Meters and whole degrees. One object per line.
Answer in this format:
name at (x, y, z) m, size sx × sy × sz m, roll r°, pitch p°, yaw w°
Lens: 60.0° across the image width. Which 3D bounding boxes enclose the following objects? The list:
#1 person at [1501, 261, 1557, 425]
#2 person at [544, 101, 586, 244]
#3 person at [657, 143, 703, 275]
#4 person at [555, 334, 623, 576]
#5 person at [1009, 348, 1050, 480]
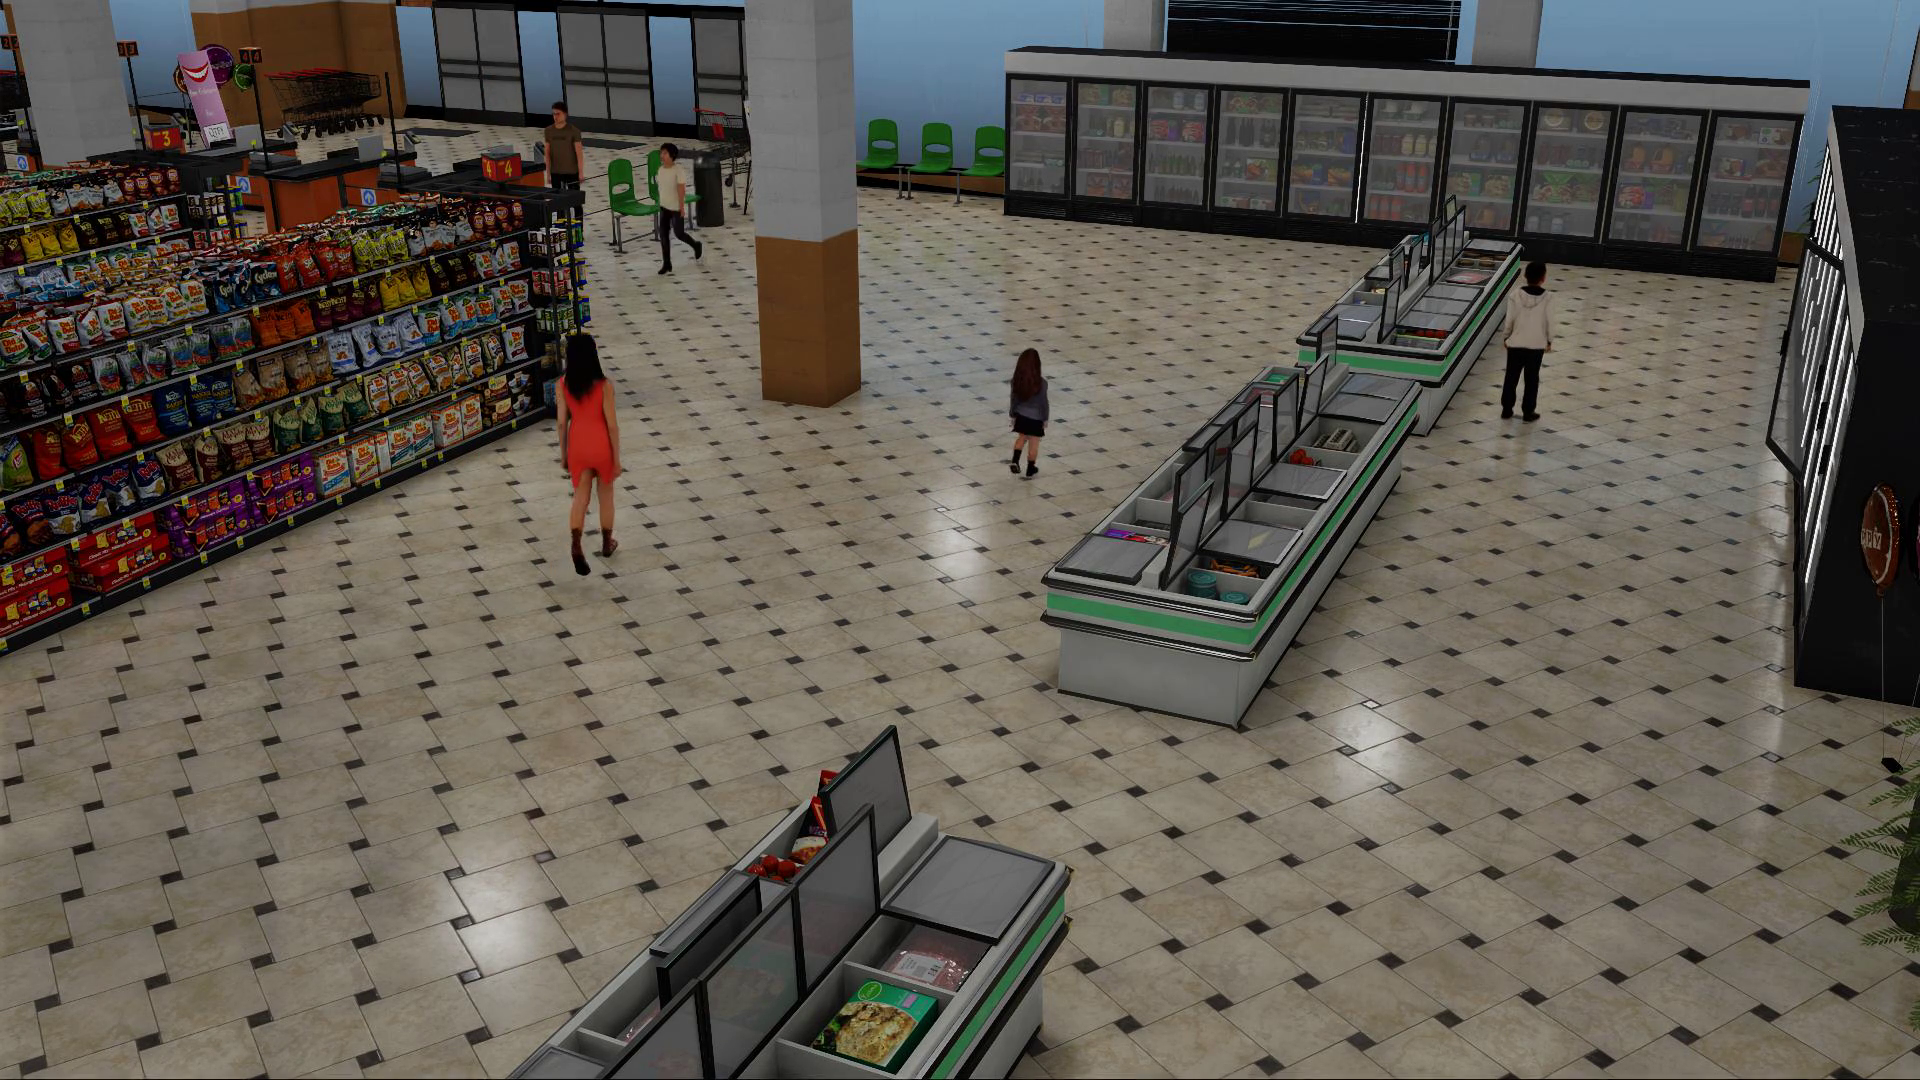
person at (5.070, -1.772, 14.886) m, size 0.606 × 1.453 × 0.533 m, roll 13°, pitch 25°, yaw 30°
person at (-5.235, -4.880, 22.088) m, size 0.734 × 1.850 × 0.680 m, roll 2°, pitch 22°, yaw 6°
person at (-3.490, -4.078, 20.471) m, size 0.694 × 1.567 × 0.966 m, roll 15°, pitch 26°, yaw 32°
person at (-2.591, -0.575, 11.580) m, size 0.853 × 1.696 × 1.126 m, roll 1°, pitch 22°, yaw 2°
person at (0.543, -1.009, 13.464) m, size 0.474 × 1.098 × 0.581 m, roll 10°, pitch 24°, yaw 24°
